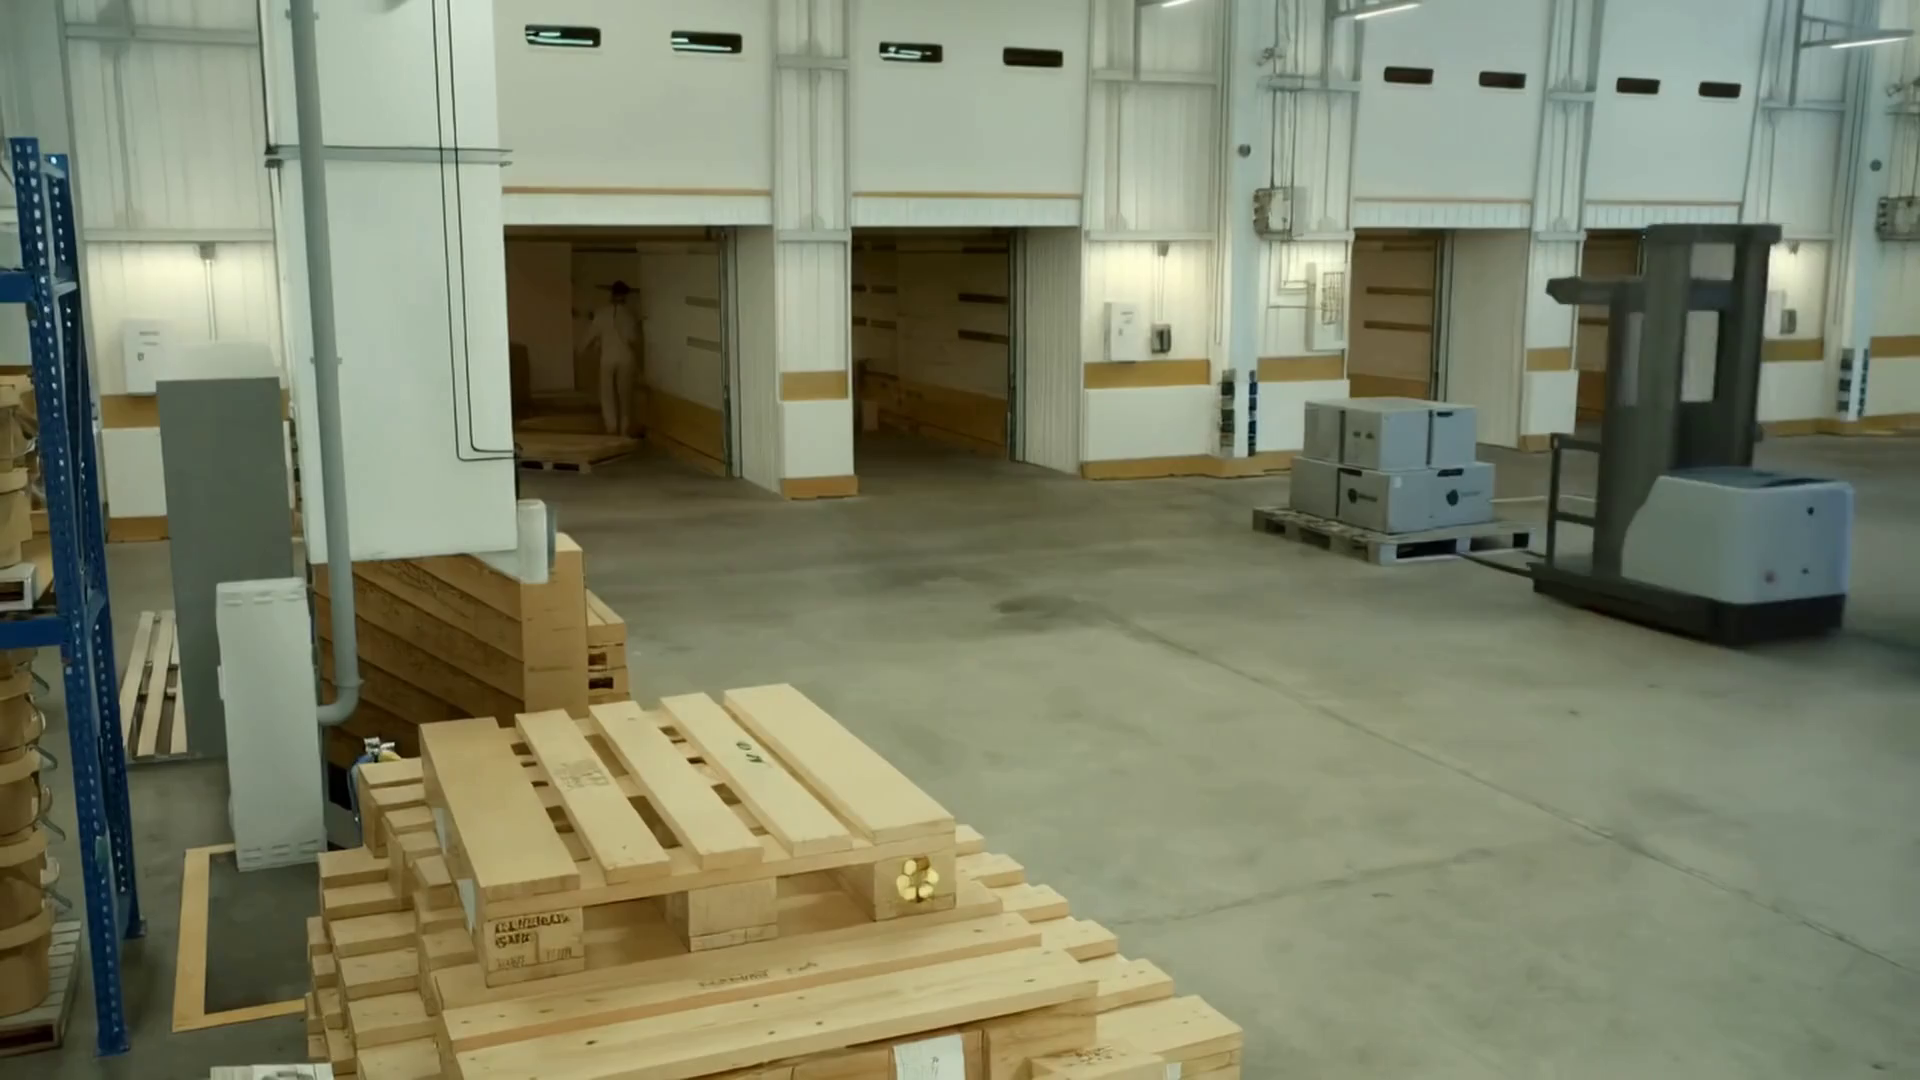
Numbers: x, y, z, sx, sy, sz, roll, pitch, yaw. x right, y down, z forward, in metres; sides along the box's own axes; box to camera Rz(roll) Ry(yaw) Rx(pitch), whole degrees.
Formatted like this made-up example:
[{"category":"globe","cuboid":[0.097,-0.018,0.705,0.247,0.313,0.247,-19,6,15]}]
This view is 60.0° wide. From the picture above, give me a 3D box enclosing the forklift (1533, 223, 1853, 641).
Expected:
[{"category":"forklift","cuboid":[5.253,-0.840,11.814,1.129,2.768,1.873,-4,11,-23]}]
